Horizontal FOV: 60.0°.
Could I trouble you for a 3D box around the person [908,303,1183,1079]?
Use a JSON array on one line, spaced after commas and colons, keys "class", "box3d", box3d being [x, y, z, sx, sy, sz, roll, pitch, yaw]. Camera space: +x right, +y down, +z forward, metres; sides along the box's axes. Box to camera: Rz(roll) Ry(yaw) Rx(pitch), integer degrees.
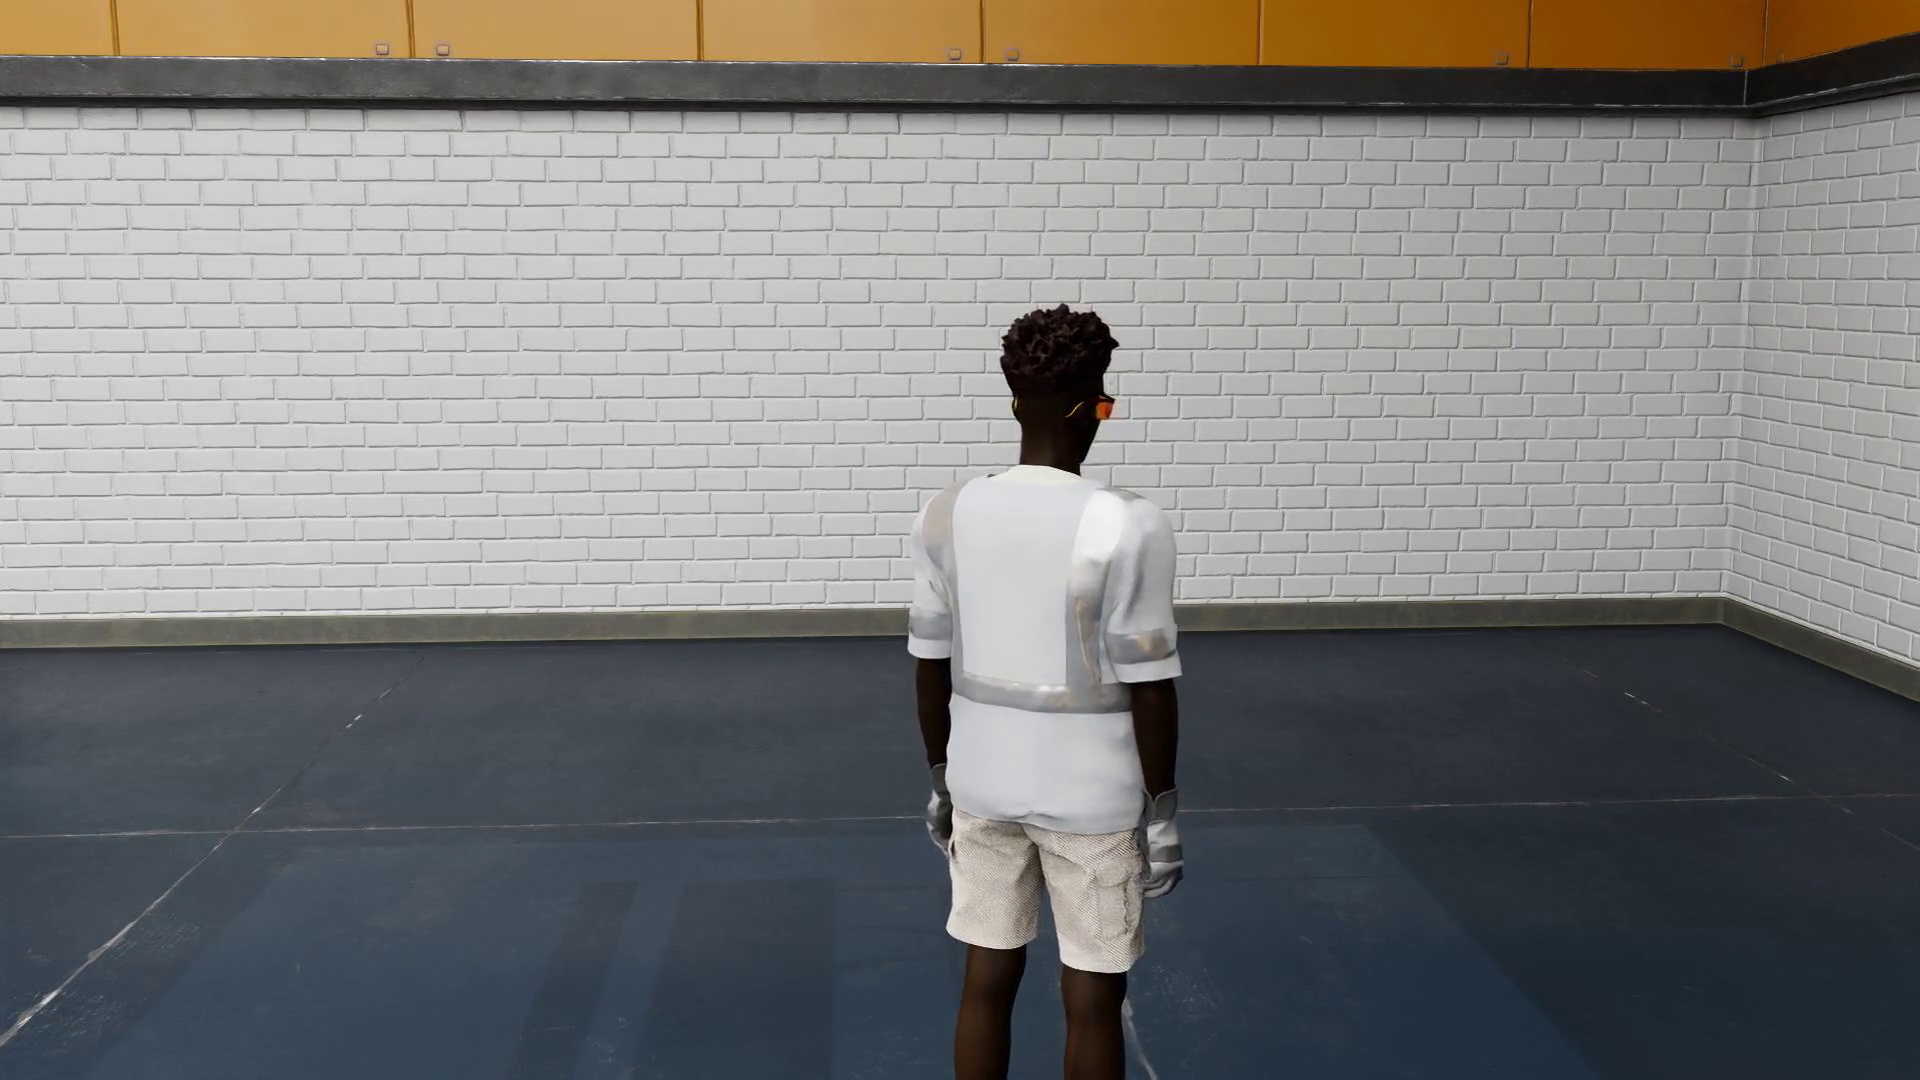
[{"class": "person", "box3d": [0.183, 0.507, 3.406, 0.602, 1.967, 0.370, 6, 11, 33]}]
